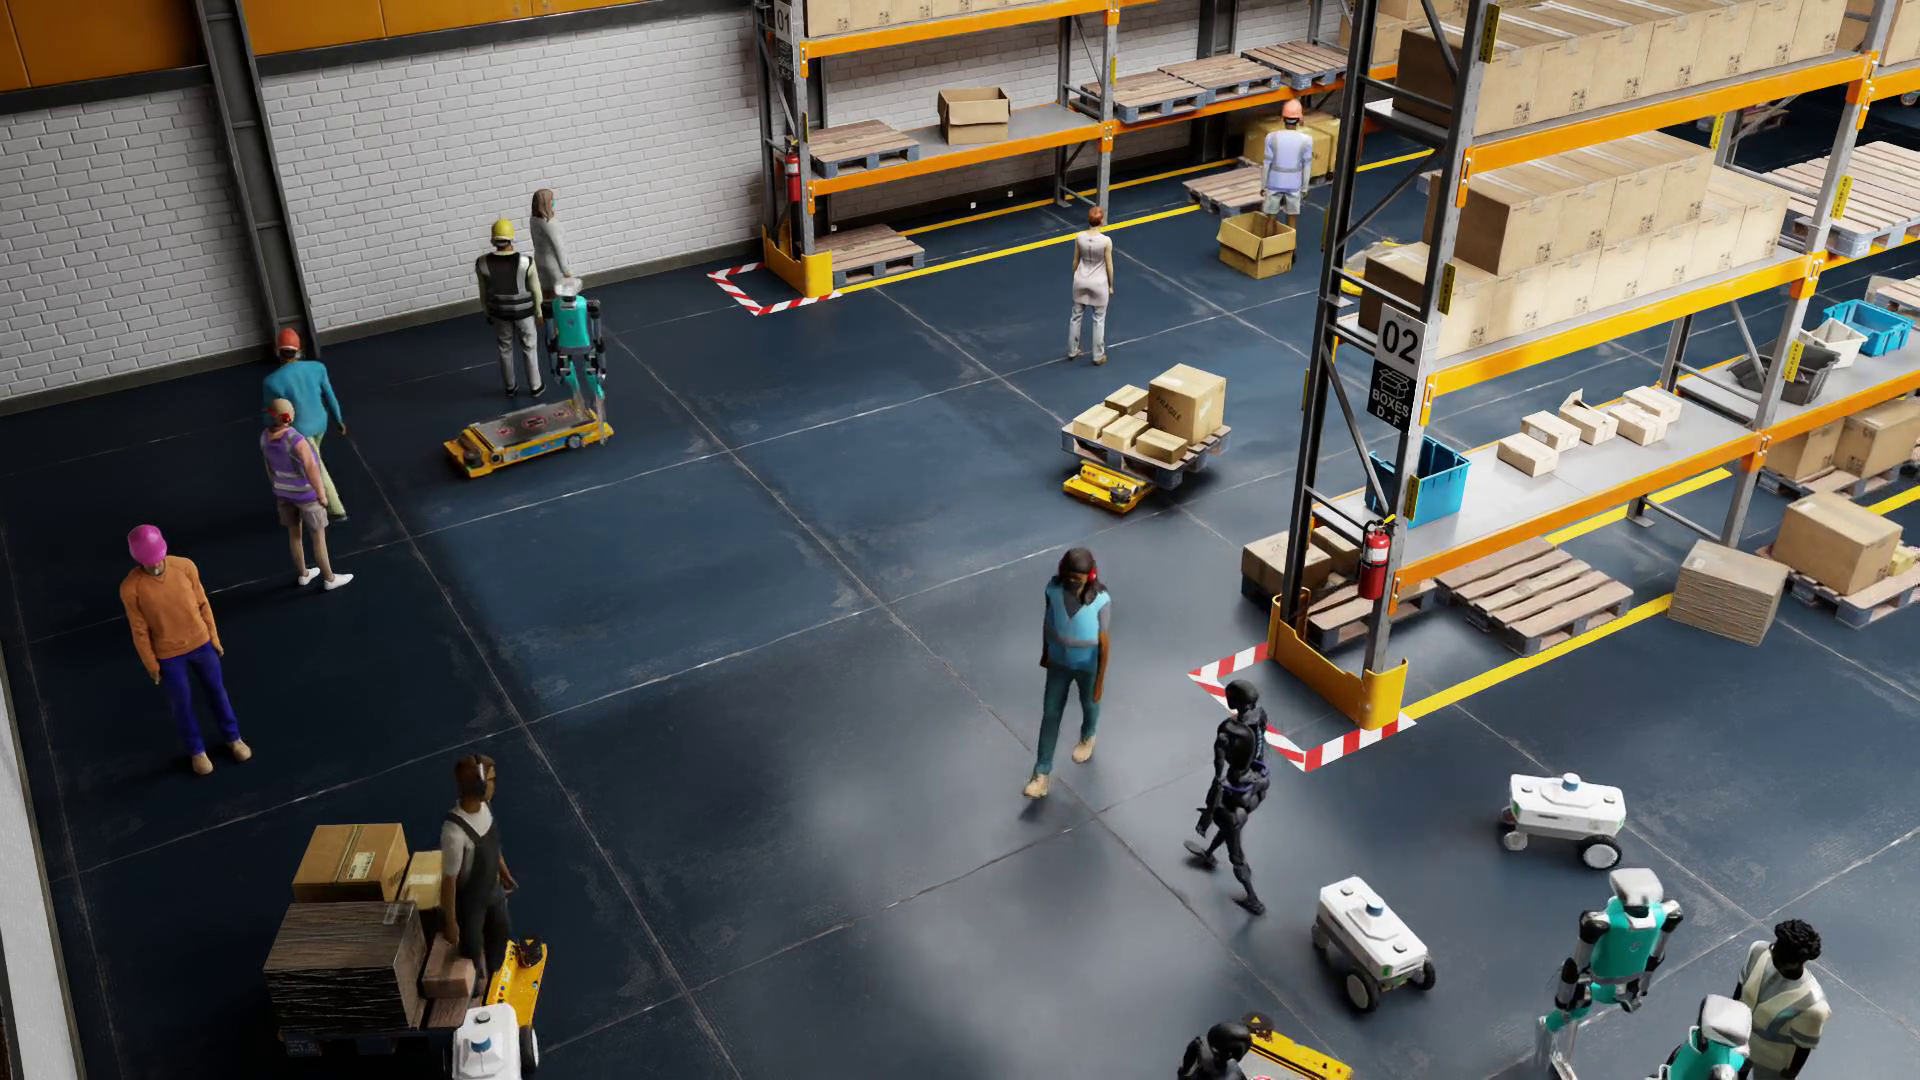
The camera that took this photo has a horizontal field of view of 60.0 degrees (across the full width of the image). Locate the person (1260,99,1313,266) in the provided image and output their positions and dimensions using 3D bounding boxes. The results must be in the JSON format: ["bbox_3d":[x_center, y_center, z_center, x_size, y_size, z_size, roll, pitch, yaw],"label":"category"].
[{"bbox_3d":[3.710,-4.070,19.009,0.550,1.932,0.376,5,32,8],"label":"person"}]

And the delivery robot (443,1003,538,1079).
[{"bbox_3d":[-2.595,2.917,9.169,0.513,0.602,0.774,-7,33,-11],"label":"delivery robot"}]

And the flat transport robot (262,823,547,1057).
[{"bbox_3d":[-3.229,2.651,9.855,1.431,0.231,0.659,-1,32,-2],"label":"flat transport robot"}]

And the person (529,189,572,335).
[{"bbox_3d":[-4.231,-2.858,17.330,0.487,1.659,0.341,27,41,36],"label":"person"}]

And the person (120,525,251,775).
[{"bbox_3d":[-5.310,0.728,11.324,0.522,1.972,0.401,-25,40,-34],"label":"person"}]

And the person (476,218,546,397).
[{"bbox_3d":[-4.346,-2.242,16.203,0.594,1.820,0.403,-1,32,-2],"label":"person"}]

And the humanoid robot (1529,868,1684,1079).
[{"bbox_3d":[3.377,2.371,9.020,0.542,1.883,0.755,-5,32,-8],"label":"humanoid robot"}]

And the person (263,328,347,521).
[{"bbox_3d":[-5.701,-1.015,14.355,0.879,1.688,0.610,21,38,29],"label":"person"}]

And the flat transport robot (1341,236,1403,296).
[{"bbox_3d":[4.826,-3.108,19.041,0.659,0.231,1.431,23,39,32],"label":"flat transport robot"}]

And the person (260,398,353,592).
[{"bbox_3d":[-5.285,-0.356,13.312,0.479,1.691,0.347,12,34,18],"label":"person"}]

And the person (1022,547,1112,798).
[{"bbox_3d":[0.731,0.886,11.213,0.533,1.816,0.964,12,34,18],"label":"person"}]

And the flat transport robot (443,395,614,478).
[{"bbox_3d":[-4.062,-0.988,15.659,1.431,0.231,0.659,-21,38,-29],"label":"flat transport robot"}]

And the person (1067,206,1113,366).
[{"bbox_3d":[1.334,-2.583,16.902,0.435,1.651,0.290,14,35,21],"label":"person"}]

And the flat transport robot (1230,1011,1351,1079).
[{"bbox_3d":[1.543,3.189,8.997,0.659,0.231,1.431,19,37,28],"label":"flat transport robot"}]

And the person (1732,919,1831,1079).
[{"bbox_3d":[4.148,2.602,8.598,0.318,1.691,0.535,-9,33,-14],"label":"person"}]

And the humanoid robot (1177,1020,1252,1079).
[{"bbox_3d":[1.154,2.952,8.062,0.418,1.639,0.607,-13,34,-20],"label":"humanoid robot"}]

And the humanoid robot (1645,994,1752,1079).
[{"bbox_3d":[3.259,2.861,8.166,0.816,1.780,0.555,9,33,14],"label":"humanoid robot"}]

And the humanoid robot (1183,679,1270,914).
[{"bbox_3d":[1.674,1.544,10.328,0.716,1.632,0.611,25,40,34],"label":"humanoid robot"}]

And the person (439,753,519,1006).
[{"bbox_3d":[-2.748,2.058,9.369,0.335,1.807,0.704,5,32,9],"label":"person"}]

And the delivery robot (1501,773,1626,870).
[{"bbox_3d":[3.984,1.791,10.943,0.764,0.578,0.499,6,33,10],"label":"delivery robot"}]

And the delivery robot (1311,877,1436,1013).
[{"bbox_3d":[2.469,2.410,9.988,0.499,0.612,0.816,-14,35,-21],"label":"delivery robot"}]

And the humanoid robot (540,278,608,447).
[{"bbox_3d":[-3.486,-1.636,15.342,0.542,1.814,0.700,-2,32,-3],"label":"humanoid robot"}]

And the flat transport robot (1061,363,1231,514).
[{"bbox_3d":[1.626,-0.695,15.192,0.659,0.231,1.431,23,39,32],"label":"flat transport robot"}]
